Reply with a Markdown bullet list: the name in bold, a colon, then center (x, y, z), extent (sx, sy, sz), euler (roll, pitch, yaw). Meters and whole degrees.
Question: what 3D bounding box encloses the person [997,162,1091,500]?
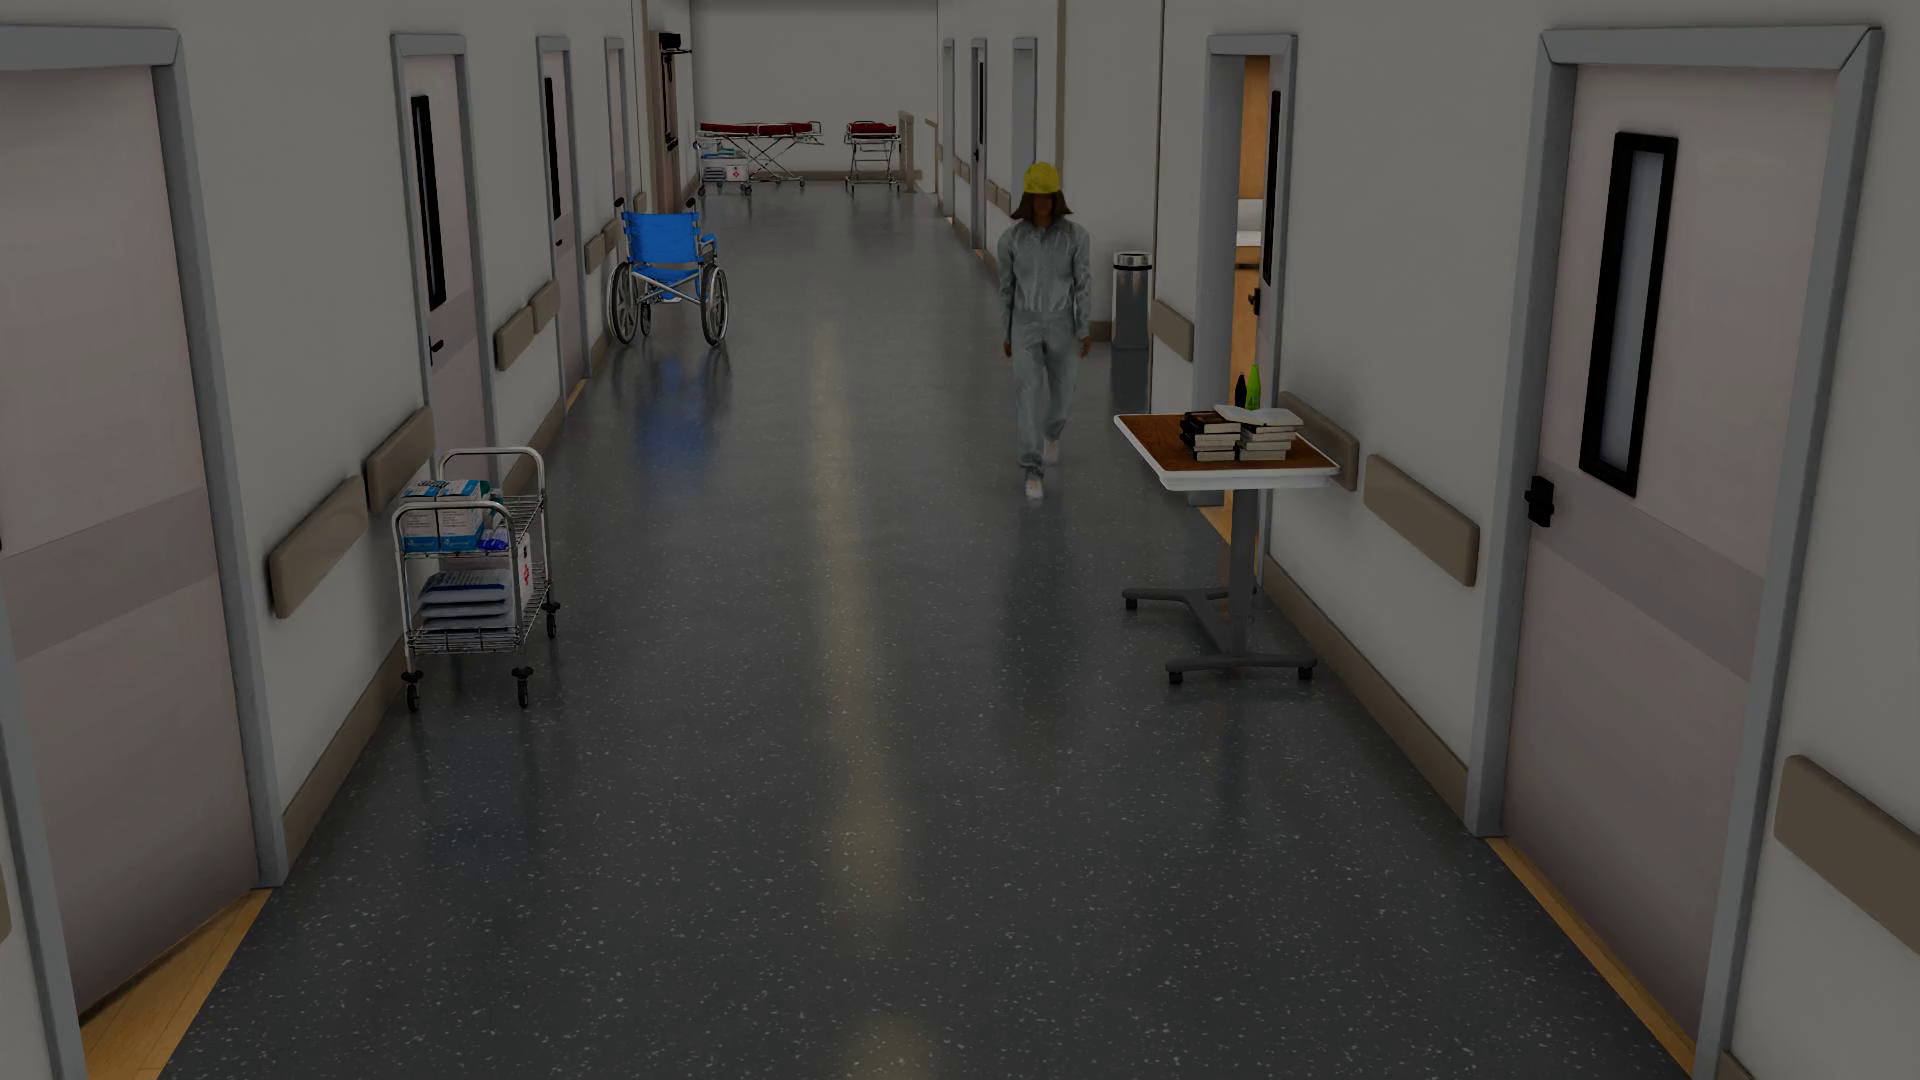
- **person**: center (0.438, -1.131, 8.785), extent (0.489, 1.717, 0.789), euler (-1, 17, -2)
